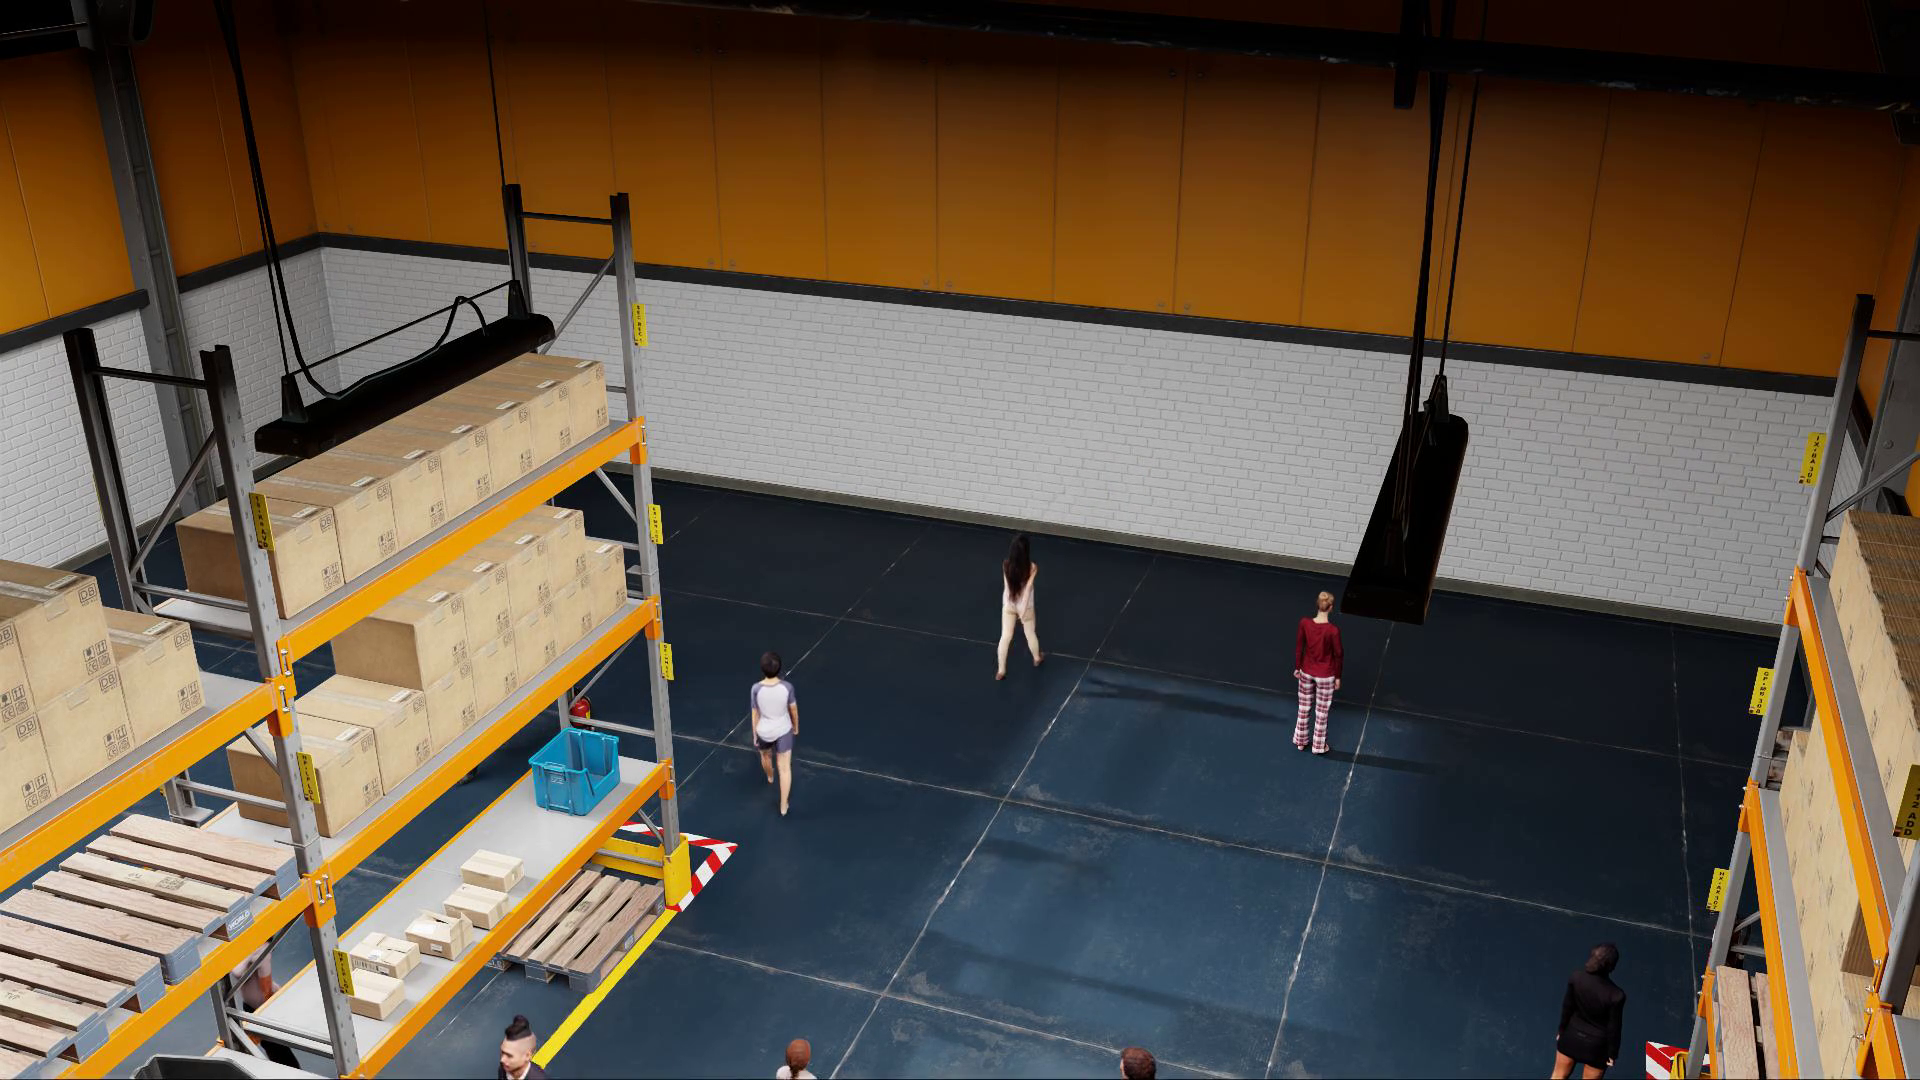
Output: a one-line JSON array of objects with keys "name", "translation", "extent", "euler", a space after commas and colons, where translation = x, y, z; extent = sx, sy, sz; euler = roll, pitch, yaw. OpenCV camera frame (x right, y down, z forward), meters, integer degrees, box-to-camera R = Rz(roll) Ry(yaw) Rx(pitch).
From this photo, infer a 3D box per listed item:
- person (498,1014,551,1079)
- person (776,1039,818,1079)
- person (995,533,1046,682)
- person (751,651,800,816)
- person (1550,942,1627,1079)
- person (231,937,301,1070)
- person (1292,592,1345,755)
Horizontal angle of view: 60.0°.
[{"name": "person", "translation": [-2.525, 3.747, 10.300], "extent": [0.962, 1.902, 1.336], "euler": [17, 29, 34]}, {"name": "person", "translation": [-1.099, 3.838, 10.986], "extent": [0.536, 1.186, 0.605], "euler": [11, 26, 24]}, {"name": "person", "translation": [0.652, 0.642, 17.728], "extent": [1.015, 1.641, 0.527], "euler": [8, 25, 18]}, {"name": "person", "translation": [-1.696, 1.791, 15.256], "extent": [0.870, 1.516, 1.113], "euler": [-2, 24, -5]}, {"name": "person", "translation": [4.271, 3.434, 11.345], "extent": [0.650, 1.638, 0.690], "euler": [17, 29, 34]}, {"name": "person", "translation": [-4.847, 3.257, 11.616], "extent": [0.663, 1.744, 0.651], "euler": [19, 30, 37]}, {"name": "person", "translation": [3.481, 1.276, 16.192], "extent": [0.668, 1.710, 0.587], "euler": [15, 28, 30]}]
